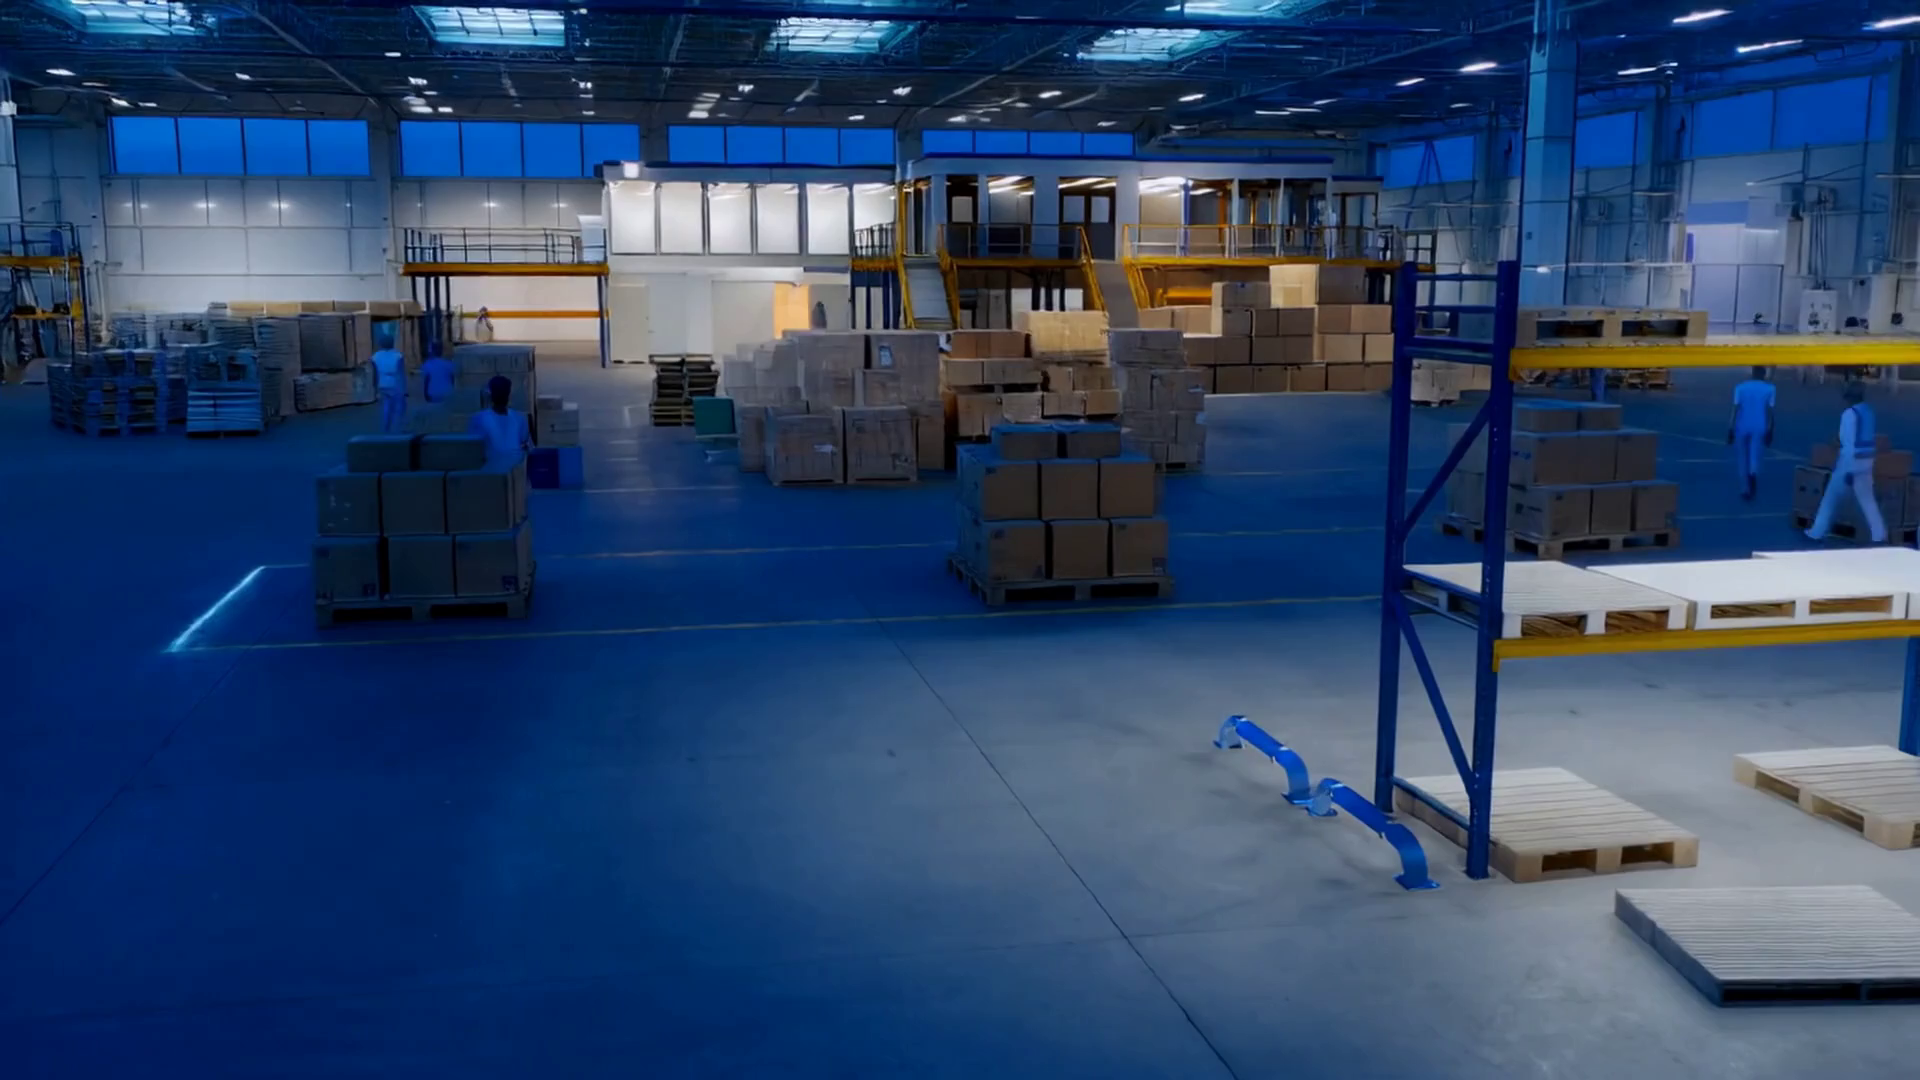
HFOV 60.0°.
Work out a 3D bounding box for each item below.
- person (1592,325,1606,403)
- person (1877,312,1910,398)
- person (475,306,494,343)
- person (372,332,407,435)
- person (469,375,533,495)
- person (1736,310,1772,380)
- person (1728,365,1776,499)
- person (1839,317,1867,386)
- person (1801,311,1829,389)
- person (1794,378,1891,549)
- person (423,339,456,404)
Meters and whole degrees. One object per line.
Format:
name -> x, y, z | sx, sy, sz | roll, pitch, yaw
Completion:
person -> 13.713, -3.766, 35.747 | 0.429, 1.839, 0.634 | 6, 11, 34
person -> 21.561, -4.281, 38.454 | 0.661, 1.974, 0.643 | 1, 9, 7
person -> -14.800, -6.367, 51.740 | 0.531, 1.798, 0.966 | 0, 9, 2
person -> -9.733, -2.611, 28.499 | 0.617, 1.903, 0.610 | 1, 9, 8
person -> -4.480, -0.632, 16.259 | 0.609, 1.963, 0.367 | -7, 12, -36
person -> 21.244, -5.157, 44.157 | 0.993, 1.867, 0.595 | 7, 12, 37
person -> 10.216, -1.421, 21.476 | 0.539, 1.846, 0.677 | 6, 11, 34
person -> 21.511, -4.469, 40.169 | 0.647, 1.785, 0.981 | 3, 10, 20
person -> 21.210, -4.701, 41.207 | 0.829, 1.924, 0.611 | -9, 13, -43
person -> 9.492, -0.797, 17.684 | 0.565, 1.841, 0.966 | -6, 11, -33
person -> -8.301, -2.278, 26.609 | 0.538, 1.860, 0.506 | 0, 9, -2
